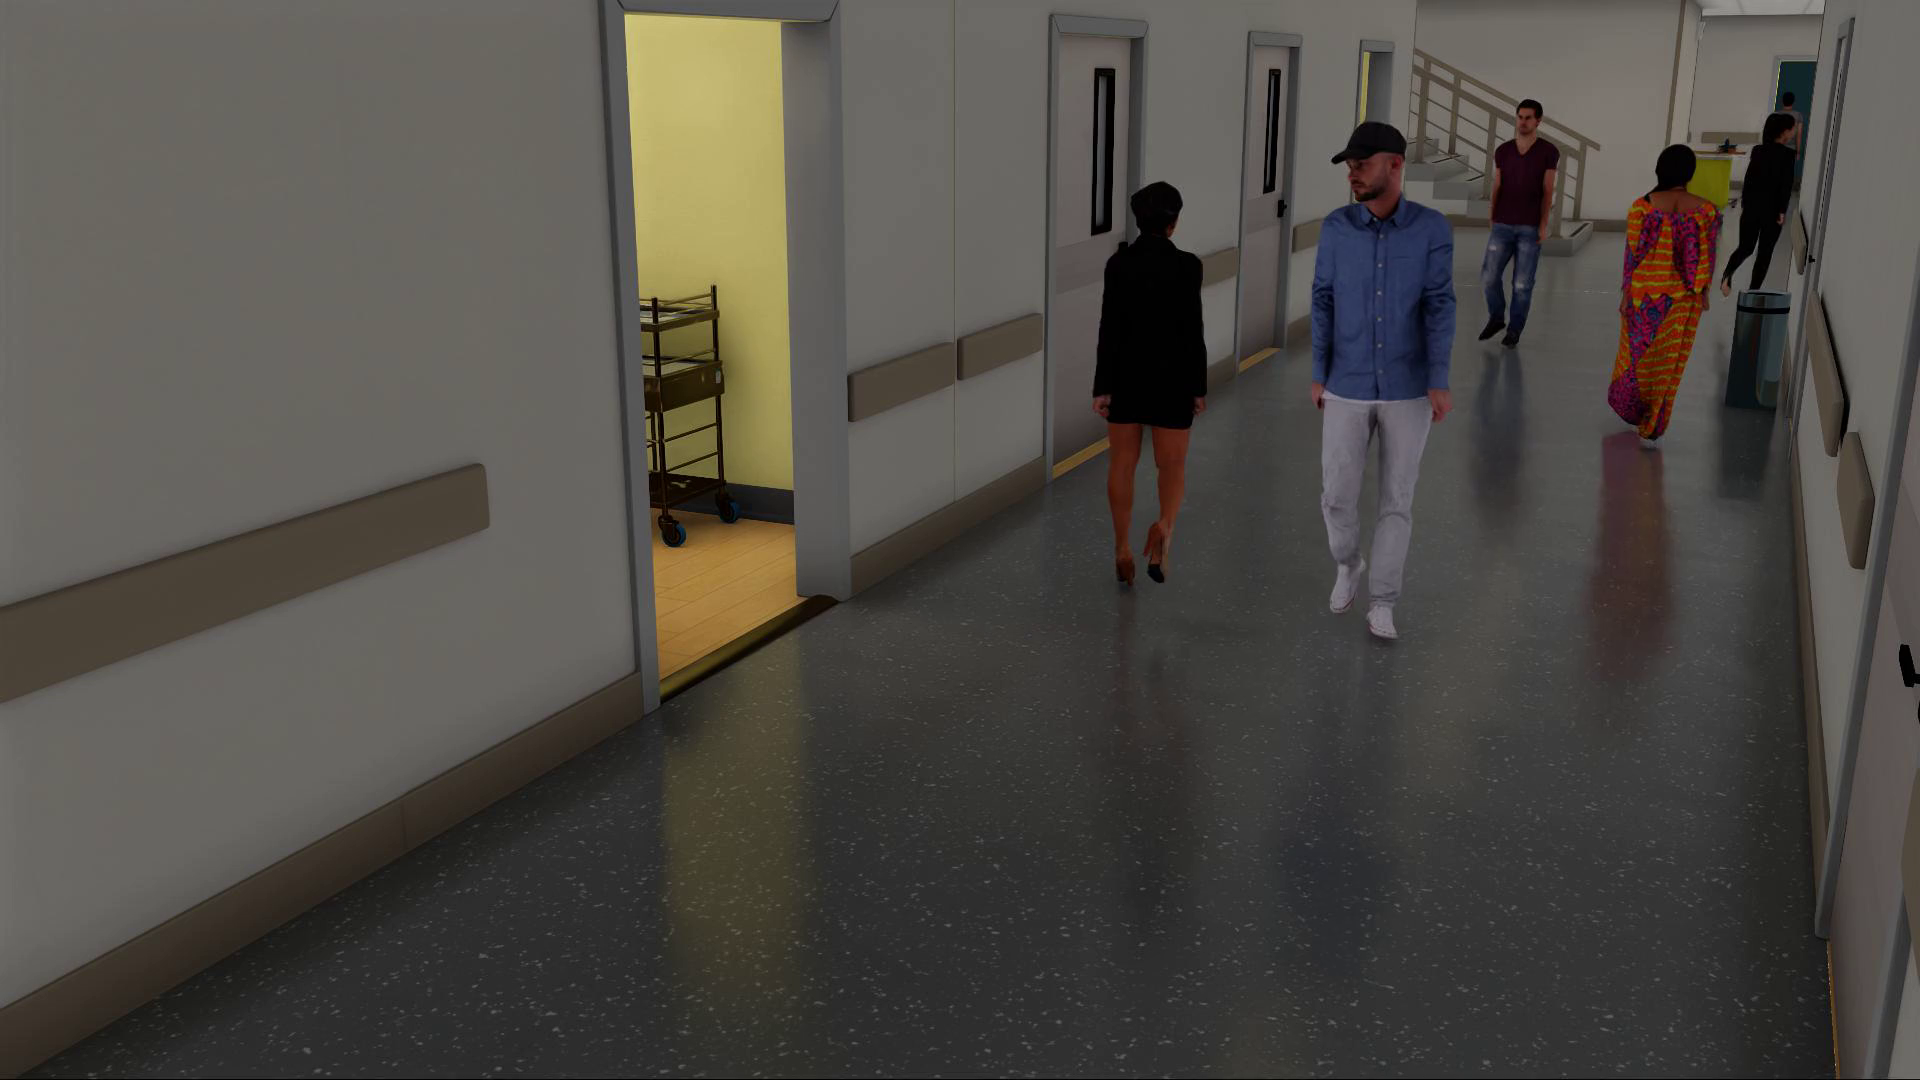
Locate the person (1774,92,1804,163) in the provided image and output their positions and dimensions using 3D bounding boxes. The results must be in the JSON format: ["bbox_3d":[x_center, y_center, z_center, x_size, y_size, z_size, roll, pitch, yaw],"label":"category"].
[{"bbox_3d":[12.346,-5.810,24.945,1.048,1.729,0.778,5,17,17],"label":"person"}]

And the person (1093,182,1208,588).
[{"bbox_3d":[0.757,-0.551,6.483,0.833,1.625,0.782,1,16,5],"label":"person"}]

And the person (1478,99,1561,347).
[{"bbox_3d":[4.292,-2.404,12.666,0.604,1.837,0.759,12,19,35],"label":"person"}]

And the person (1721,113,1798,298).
[{"bbox_3d":[6.835,-2.769,14.228,0.897,1.691,0.932,-12,20,-37],"label":"person"}]

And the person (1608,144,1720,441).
[{"bbox_3d":[3.963,-1.374,9.376,1.114,1.639,0.800,5,16,17],"label":"person"}]

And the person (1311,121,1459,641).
[{"bbox_3d":[1.554,-0.586,6.161,0.675,1.868,0.790,4,16,12],"label":"person"}]
